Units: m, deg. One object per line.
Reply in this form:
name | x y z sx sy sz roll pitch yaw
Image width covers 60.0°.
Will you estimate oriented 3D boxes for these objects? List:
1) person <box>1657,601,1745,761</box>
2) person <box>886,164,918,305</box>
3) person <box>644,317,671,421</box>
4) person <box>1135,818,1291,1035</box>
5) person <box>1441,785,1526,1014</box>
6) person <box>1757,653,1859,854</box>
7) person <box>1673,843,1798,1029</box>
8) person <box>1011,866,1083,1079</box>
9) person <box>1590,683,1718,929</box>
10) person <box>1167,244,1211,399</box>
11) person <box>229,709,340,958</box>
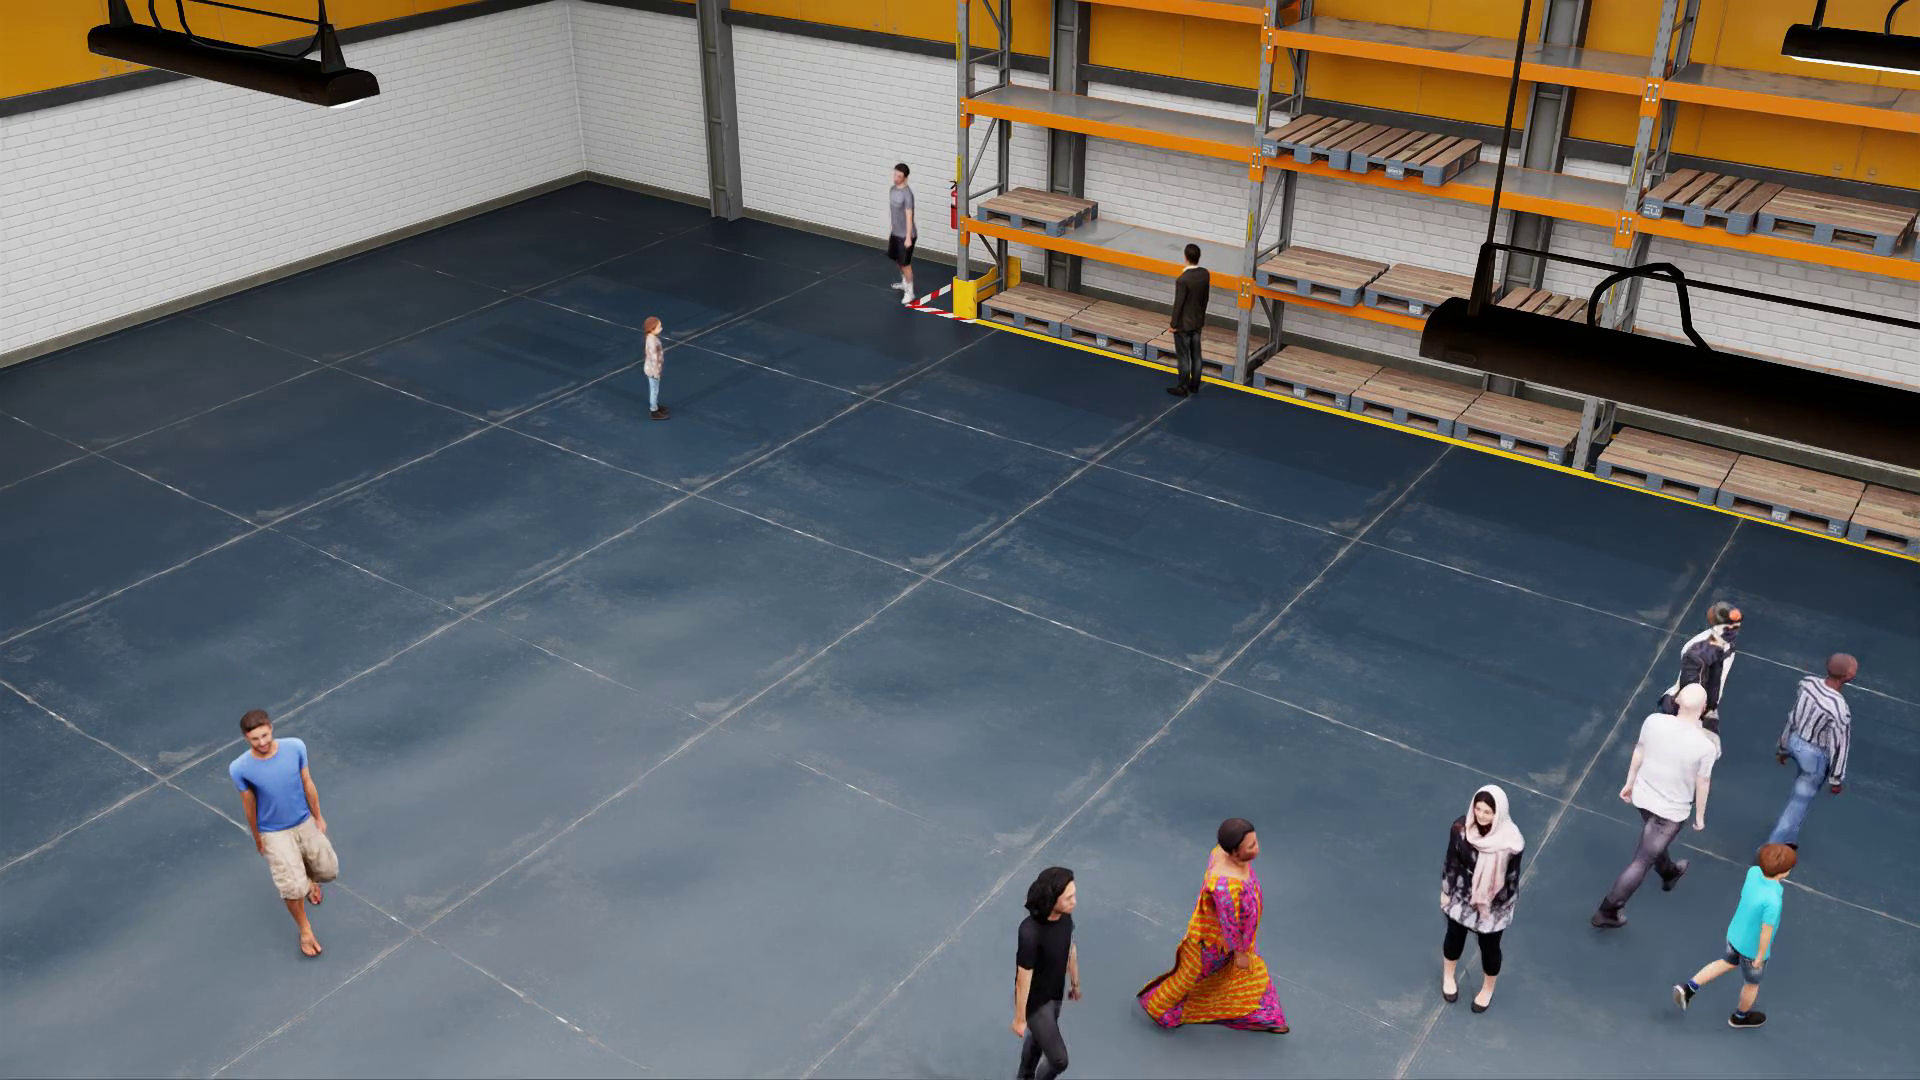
person | 5.269 1.198 12.142 0.834 1.872 0.775 -18 33 -29
person | -0.722 -4.009 21.722 0.993 1.838 0.798 -10 30 -18
person | -3.422 -1.932 18.588 0.601 1.193 0.546 -4 29 -7
person | 1.547 2.391 10.189 1.271 1.648 0.873 9 30 15
person | 3.283 2.203 10.555 0.546 1.627 0.683 14 32 25
person | 5.824 1.559 11.577 0.863 1.780 0.805 -4 29 -8
person | 4.833 2.448 10.306 0.910 1.436 0.815 -1 29 -2
person | 0.403 2.587 9.647 0.660 1.822 0.680 17 33 28
person | 4.606 1.815 11.109 1.122 1.778 1.299 -14 31 -23
person | 2.628 -2.513 19.021 0.735 1.800 0.645 -21 35 -33
person | -4.469 1.851 10.976 0.797 1.842 0.957 -21 35 -33
